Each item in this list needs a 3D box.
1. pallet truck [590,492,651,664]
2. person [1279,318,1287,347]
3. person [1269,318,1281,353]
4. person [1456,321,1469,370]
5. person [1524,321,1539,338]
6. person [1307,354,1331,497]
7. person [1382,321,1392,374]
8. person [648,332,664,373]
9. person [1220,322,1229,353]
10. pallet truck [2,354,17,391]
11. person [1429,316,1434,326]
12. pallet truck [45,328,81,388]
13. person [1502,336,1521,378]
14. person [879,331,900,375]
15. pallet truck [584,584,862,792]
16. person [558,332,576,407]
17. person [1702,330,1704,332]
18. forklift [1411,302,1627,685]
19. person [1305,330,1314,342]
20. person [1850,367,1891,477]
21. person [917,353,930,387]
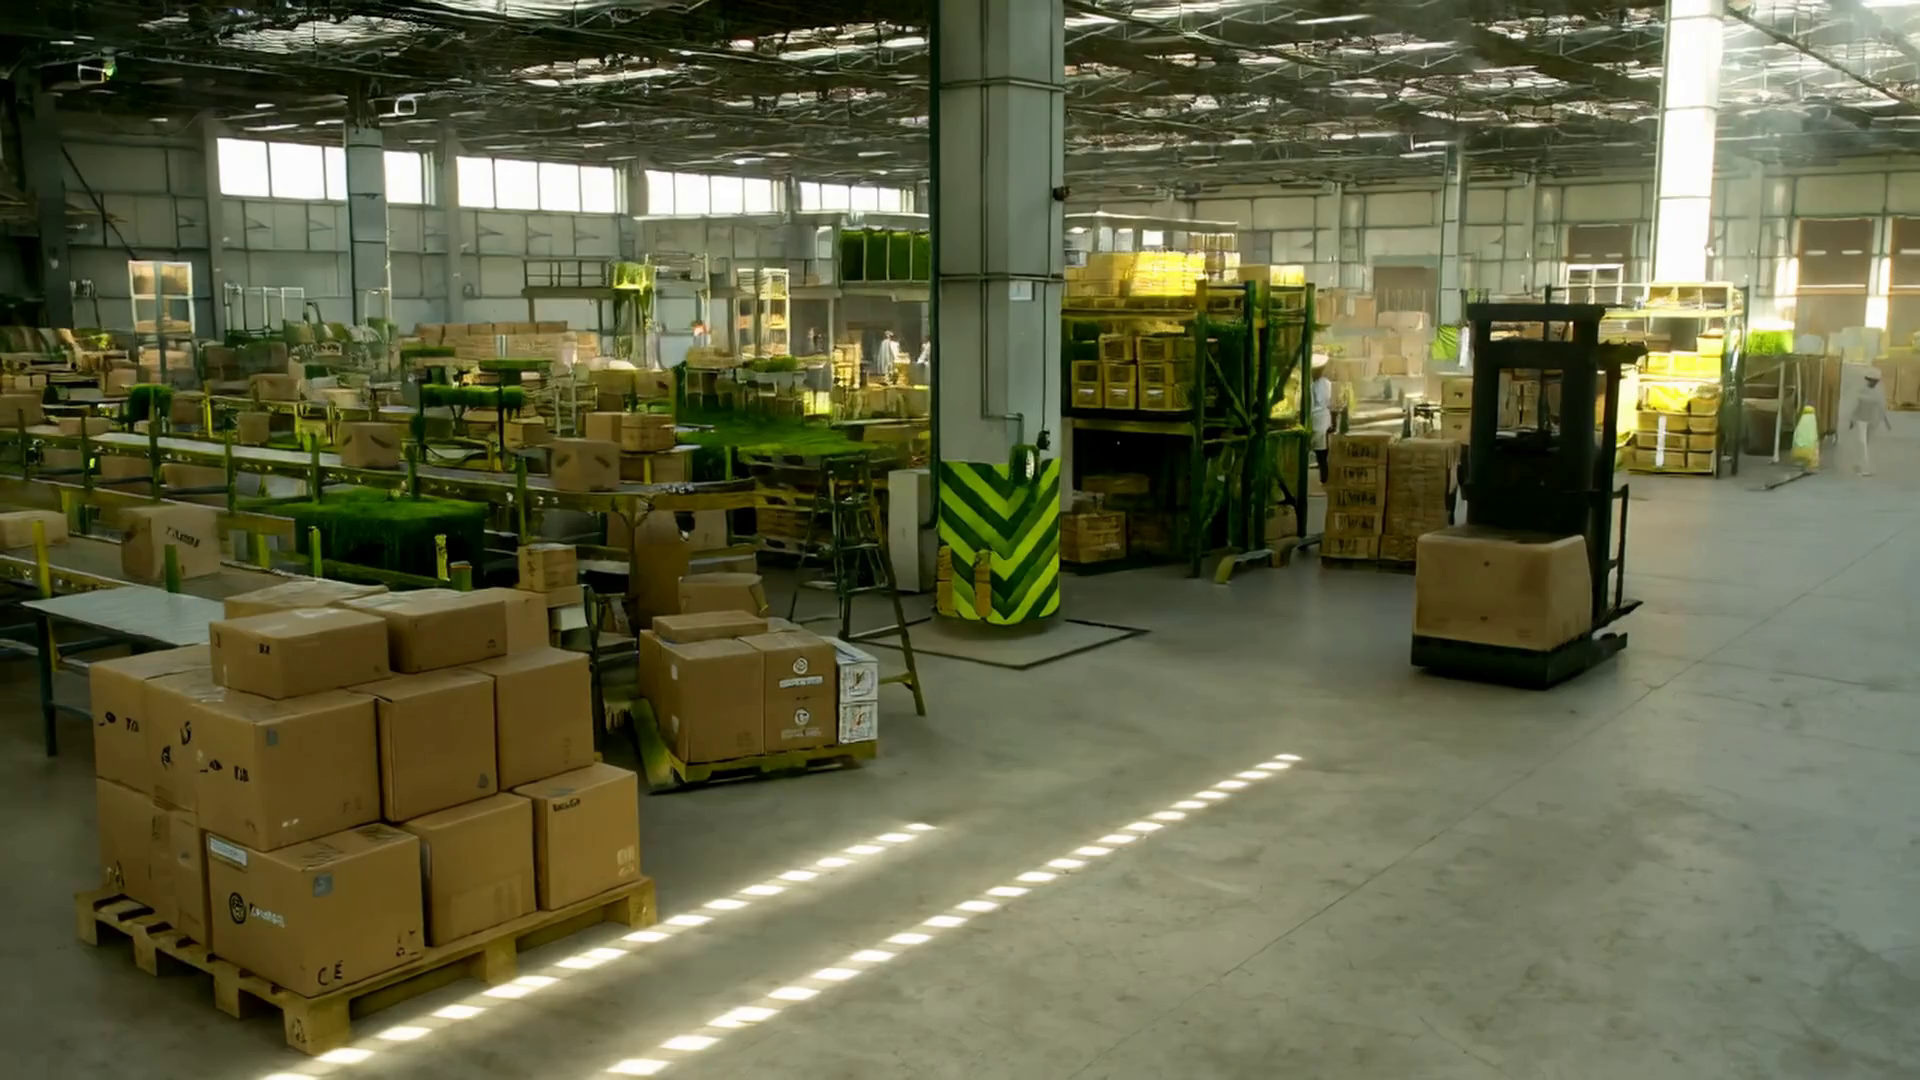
[{"bbox_3d":[-3.115,0.344,12.883,0.653,1.274,1.630,7,11,37],"label":"pallet truck"},{"bbox_3d":[14.487,-9.127,75.006,0.517,1.816,0.777,3,9,19],"label":"person"},{"bbox_3d":[12.407,-7.767,65.490,0.380,1.916,0.596,-4,9,-27],"label":"person"},{"bbox_3d":[18.869,-7.288,62.435,0.484,1.870,0.572,-4,9,-23],"label":"person"},{"bbox_3d":[25.264,-8.950,73.532,0.604,1.907,0.989,1,9,9],"label":"person"},{"bbox_3d":[5.080,-1.630,23.701,0.395,2.038,0.614,2,9,14],"label":"person"},{"bbox_3d":[15.185,-6.859,59.447,0.978,1.882,0.565,3,9,20],"label":"person"},{"bbox_3d":[-10.660,-6.521,57.852,0.900,1.673,0.521,2,9,16],"label":"person"},{"bbox_3d":[8.928,-6.333,55.797,0.570,1.919,0.649,-6,10,-33],"label":"person"},{"bbox_3d":[-24.881,-4.417,42.634,1.885,1.965,0.823,8,11,41],"label":"pallet truck"},{"bbox_3d":[22.802,-9.957,80.614,1.000,1.814,0.530,1,9,10],"label":"person"},{"bbox_3d":[-23.775,-4.544,43.495,1.885,1.965,0.823,6,10,35],"label":"pallet truck"},{"bbox_3d":[13.456,-4.033,40.560,0.741,1.860,0.725,1,9,9],"label":"person"},{"bbox_3d":[-2.023,-5.072,47.602,0.589,1.834,0.403,1,8,6],"label":"person"},{"bbox_3d":[-1.426,0.805,10.019,1.601,1.201,0.680,-4,9,-26],"label":"pallet truck"},{"bbox_3d":[-10.059,-4.364,42.561,0.651,1.909,0.523,5,10,29],"label":"person"},{"bbox_3d":[24.641,-6.393,55.811,0.537,2.000,0.675,-2,9,-13],"label":"person"},{"bbox_3d":[4.379,-0.438,12.852,1.129,2.768,1.873,7,11,37],"label":"forklift"},{"bbox_3d":[18.279,-10.880,86.863,0.912,1.796,0.637,4,9,26],"label":"person"},{"bbox_3d":[14.373,-1.854,26.214,0.542,1.735,0.764,-1,8,-3],"label":"person"},{"bbox_3d":[-0.679,-3.264,36.106,0.514,1.616,0.583,5,10,31],"label":"person"}]
